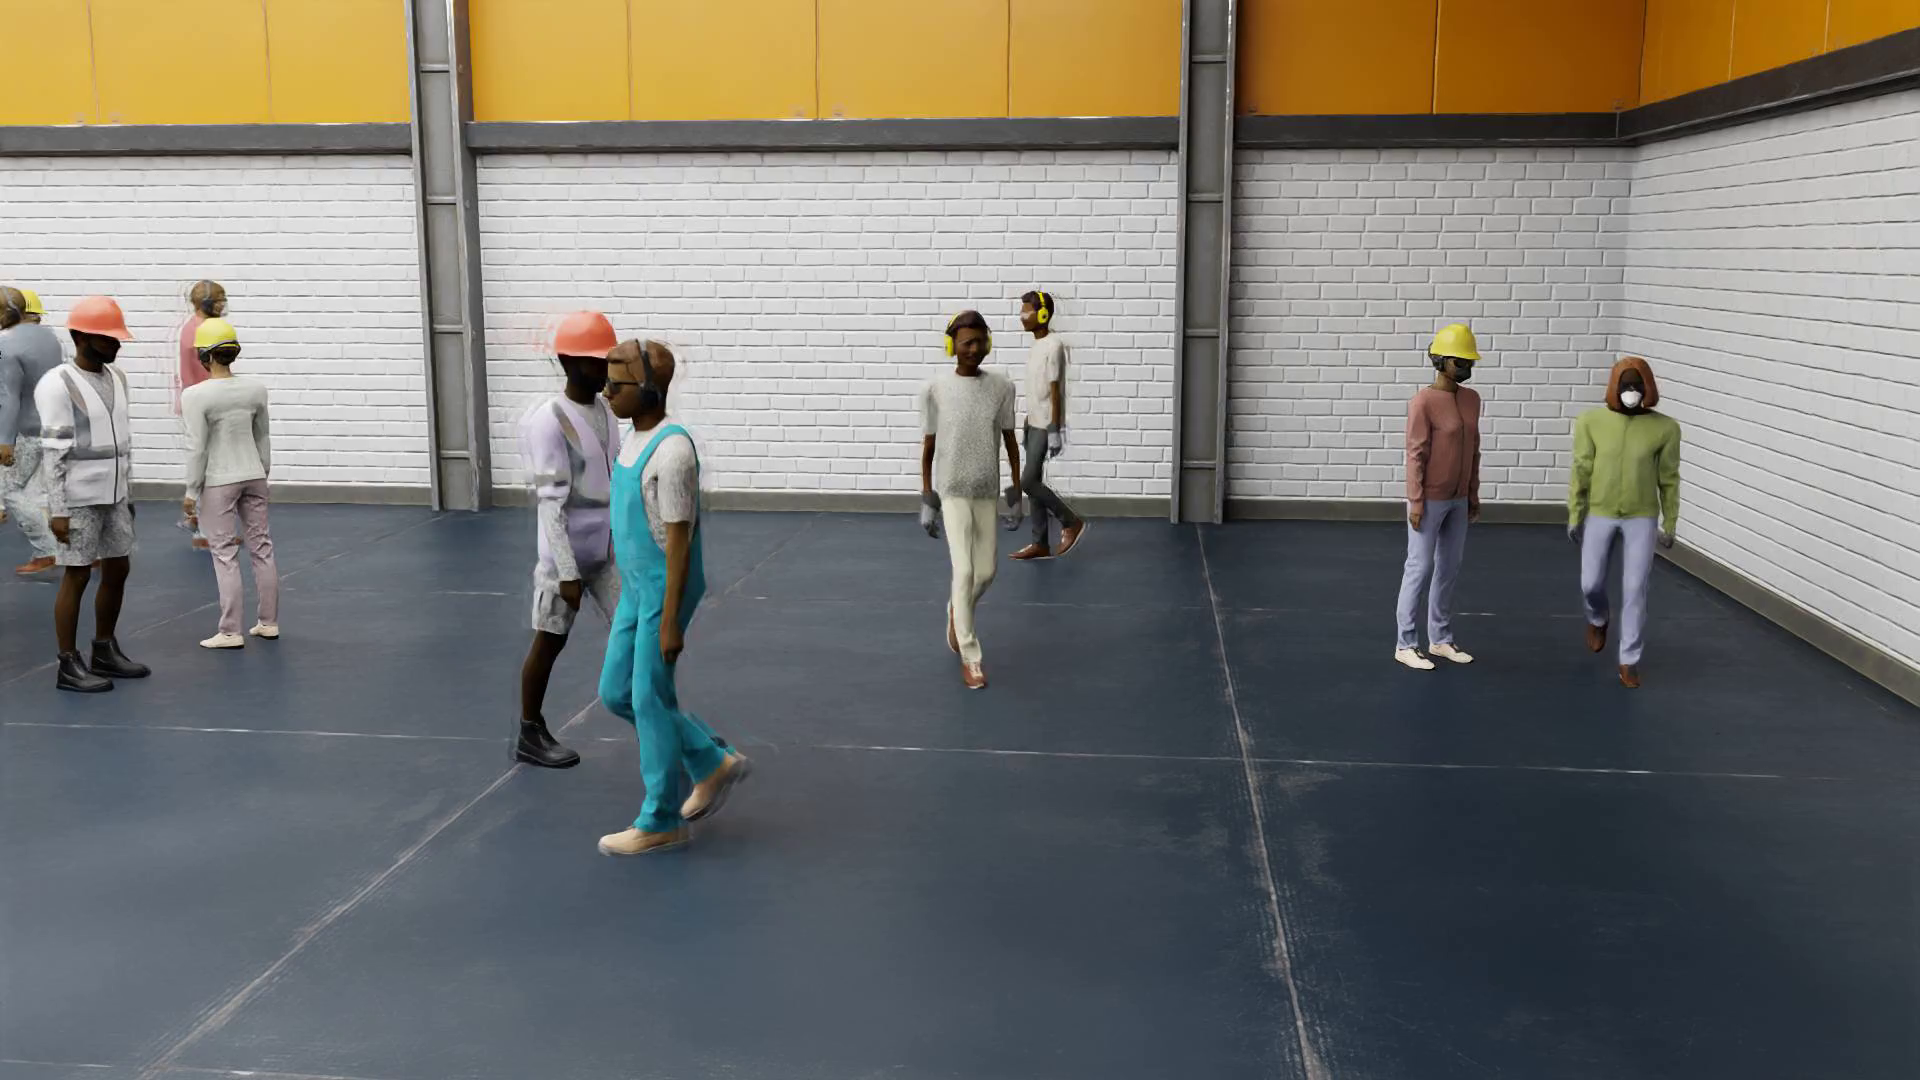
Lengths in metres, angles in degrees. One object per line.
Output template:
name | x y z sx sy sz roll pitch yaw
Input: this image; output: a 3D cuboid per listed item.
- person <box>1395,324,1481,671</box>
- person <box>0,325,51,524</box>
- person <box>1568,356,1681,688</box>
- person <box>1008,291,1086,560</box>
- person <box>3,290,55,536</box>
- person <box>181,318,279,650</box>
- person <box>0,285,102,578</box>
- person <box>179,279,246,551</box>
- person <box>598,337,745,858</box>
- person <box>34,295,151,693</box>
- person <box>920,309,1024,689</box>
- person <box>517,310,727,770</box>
person | 2.459 -0.214 8.454 0.519 1.757 0.337 -8 12 -37
person | -7.380 -1.043 12.962 0.624 1.841 0.430 -4 11 -20
person | 3.293 -0.112 8.257 0.528 1.613 0.513 4 11 21
person | 0.567 -0.767 11.339 0.450 1.852 0.545 -2 10 -14
person | -6.956 -0.948 12.446 0.404 1.829 0.592 -6 11 -30
person | -3.916 -0.297 8.899 0.315 1.769 0.523 5 11 27
person | -5.908 -0.681 10.707 0.531 1.904 0.707 0 10 1
person | -5.269 -0.871 11.764 0.436 1.923 0.634 -5 11 -25
person | -1.042 0.206 5.829 0.464 1.832 0.548 -5 11 -27
person | -4.159 -0.218 8.035 0.451 1.919 0.565 2 10 13
person | 0.045 -0.236 8.343 0.519 1.846 0.801 -3 10 -15
person | -1.442 0.037 6.644 0.994 1.880 0.565 4 11 23
